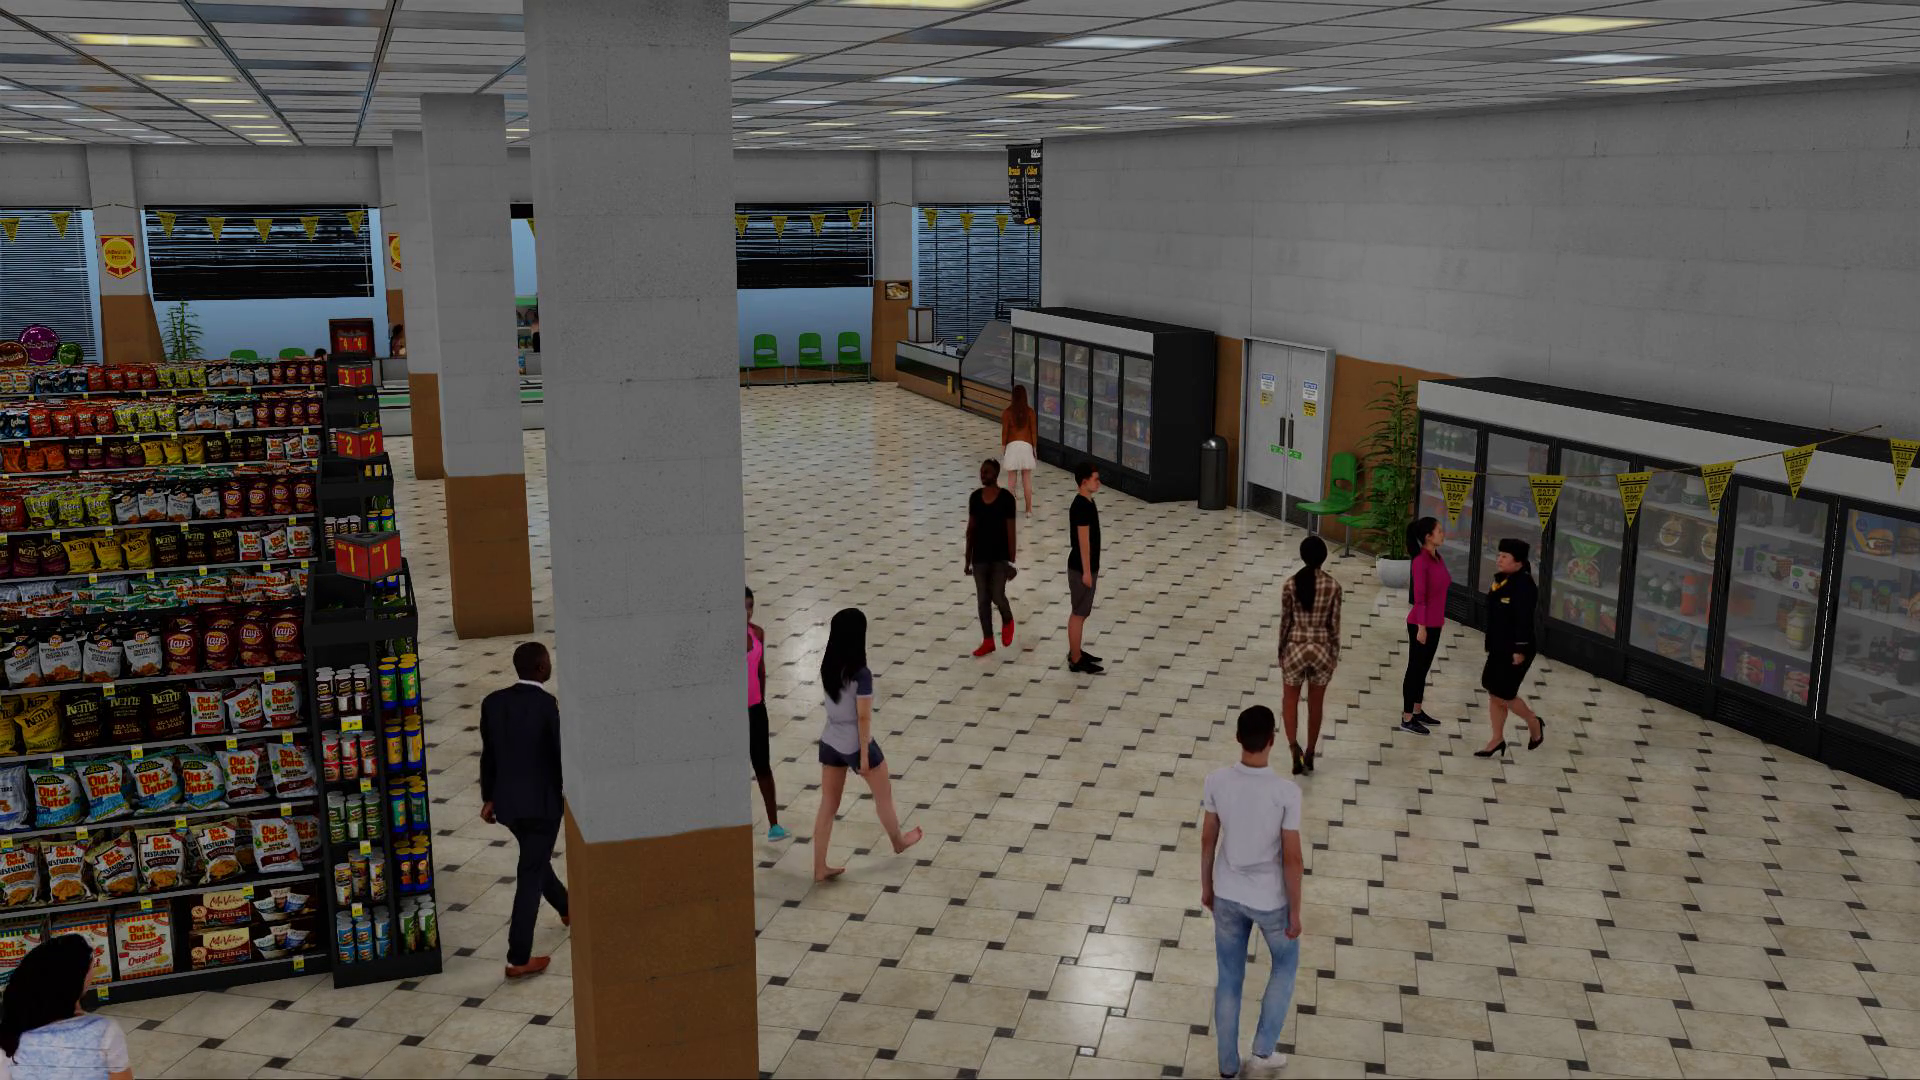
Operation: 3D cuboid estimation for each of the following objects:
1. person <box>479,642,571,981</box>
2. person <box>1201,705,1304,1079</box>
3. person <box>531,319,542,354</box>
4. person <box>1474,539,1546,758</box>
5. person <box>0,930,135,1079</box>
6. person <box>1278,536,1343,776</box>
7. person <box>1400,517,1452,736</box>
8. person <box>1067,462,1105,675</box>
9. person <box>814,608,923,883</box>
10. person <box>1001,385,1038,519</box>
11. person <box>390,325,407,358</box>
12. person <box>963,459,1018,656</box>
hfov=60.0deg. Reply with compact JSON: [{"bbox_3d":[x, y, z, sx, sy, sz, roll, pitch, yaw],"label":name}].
[{"bbox_3d":[-2.344,1.470,8.887,1.173,1.786,1.241,6,13,25],"label":"person"},{"bbox_3d":[1.322,1.697,7.687,0.806,1.837,0.858,6,13,27],"label":"person"},{"bbox_3d":[-8.306,-3.509,32.774,0.533,1.686,0.609,-5,13,-22],"label":"person"},{"bbox_3d":[4.122,0.817,12.282,0.820,1.665,0.768,-2,12,-10],"label":"person"},{"bbox_3d":[-2.889,2.229,5.363,1.227,1.754,0.915,-2,12,-11],"label":"person"},{"bbox_3d":[2.465,0.860,11.787,0.865,1.785,0.881,3,12,13],"label":"person"},{"bbox_3d":[3.625,0.651,12.999,0.750,1.696,0.670,8,14,34],"label":"person"},{"bbox_3d":[1.081,0.221,14.637,0.727,1.861,0.765,1,12,5],"label":"person"},{"bbox_3d":[-0.738,1.275,10.094,0.933,1.671,1.145,11,16,42],"label":"person"},{"bbox_3d":[0.762,-1.149,21.486,0.612,1.720,0.754,0,12,-2],"label":"person"},{"bbox_3d":[-10.415,-3.069,30.570,0.814,1.735,0.605,-4,12,-17],"label":"person"},{"bbox_3d":[0.337,0.146,15.152,0.863,1.796,0.922,7,14,30],"label":"person"}]
